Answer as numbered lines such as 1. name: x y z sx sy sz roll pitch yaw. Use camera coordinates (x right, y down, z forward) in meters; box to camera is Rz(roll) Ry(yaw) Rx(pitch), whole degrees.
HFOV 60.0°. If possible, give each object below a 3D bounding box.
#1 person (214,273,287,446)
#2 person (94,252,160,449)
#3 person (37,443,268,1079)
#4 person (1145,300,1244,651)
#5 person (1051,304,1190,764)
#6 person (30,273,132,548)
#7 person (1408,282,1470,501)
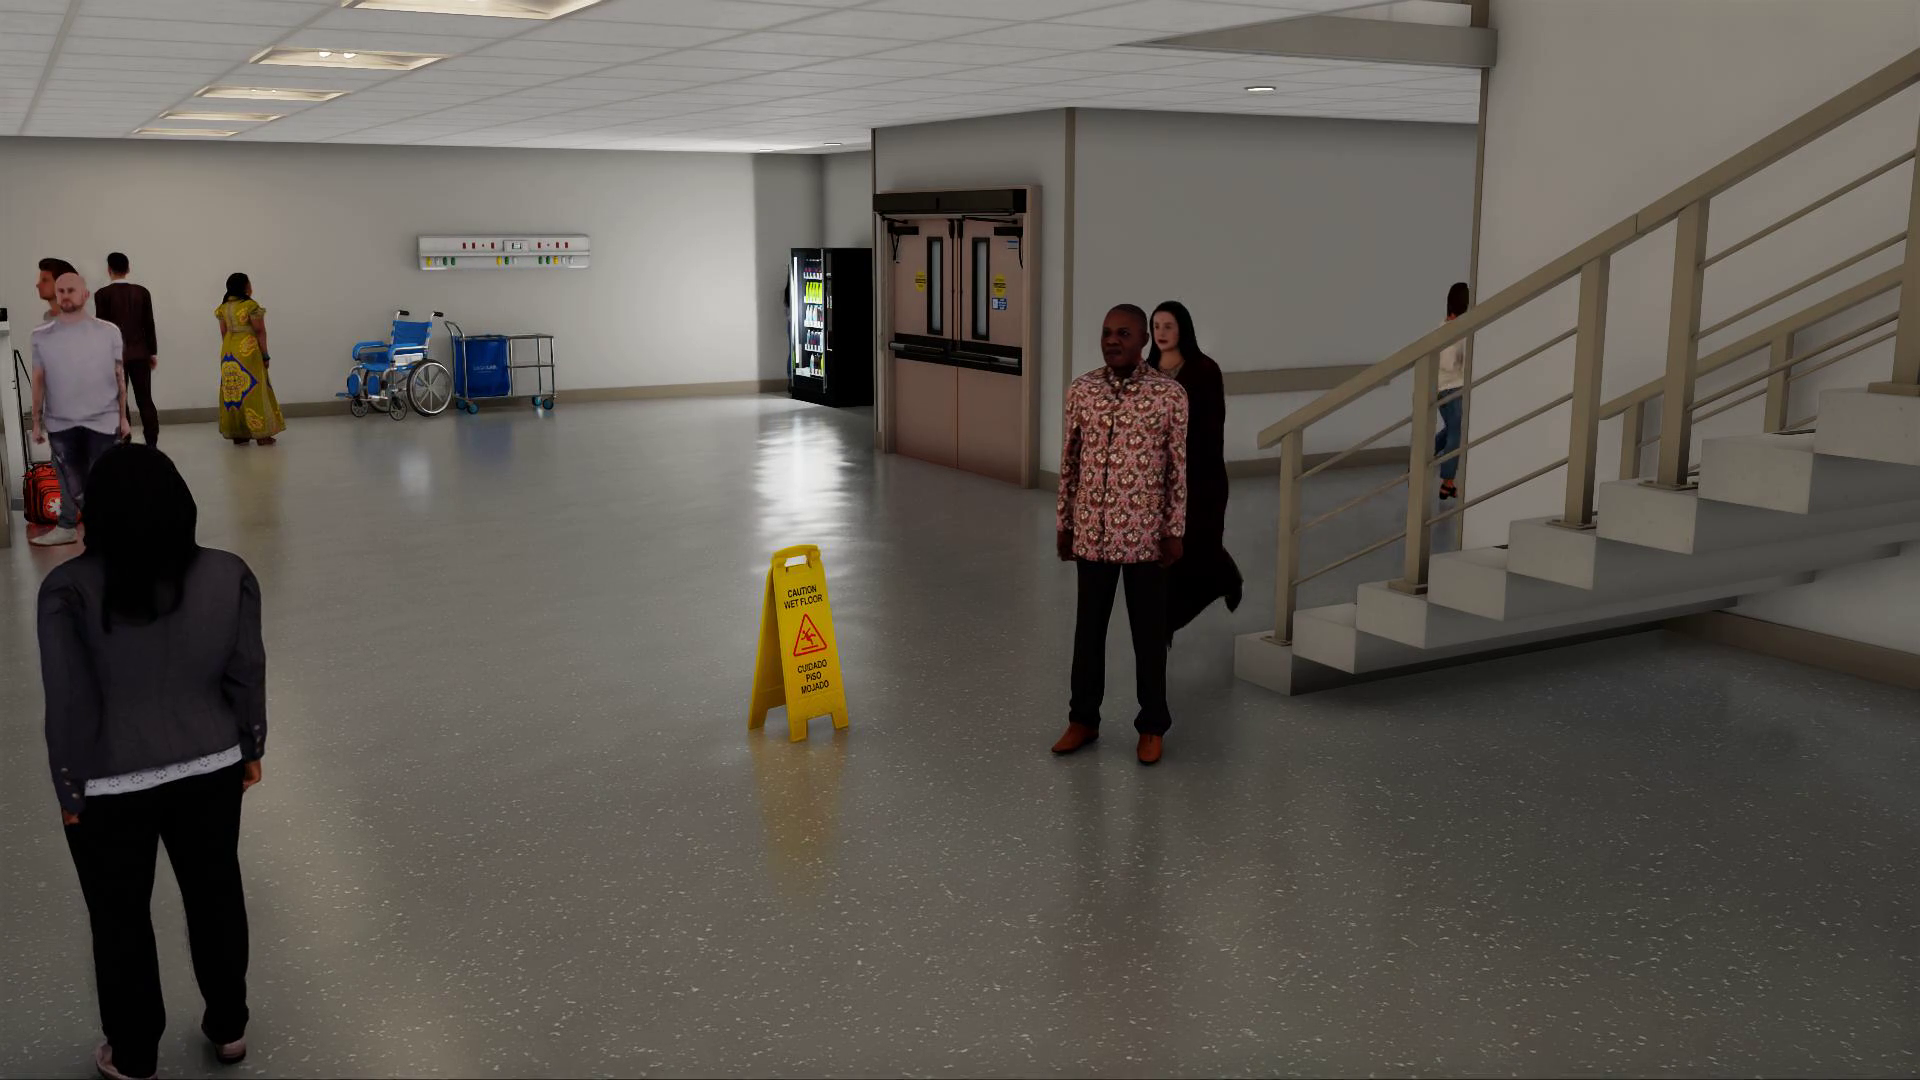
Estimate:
1. person: -6.940 -1.764 16.141 0.993 1.660 1.050 3 11 14
2. person: -7.633 -1.695 15.232 0.706 1.864 0.760 9 14 40
3. person: -1.983 0.555 4.095 0.734 1.596 0.732 -10 15 -42
4. person: 1.134 -0.305 8.244 0.987 1.738 0.971 6 12 30
5. person: 0.648 -0.038 6.650 0.751 1.808 0.835 4 11 20
6. person: -5.307 -0.696 10.122 0.940 1.807 1.290 -2 11 -11
7. person: 3.707 -1.129 12.773 0.807 1.668 0.750 -2 11 -9
